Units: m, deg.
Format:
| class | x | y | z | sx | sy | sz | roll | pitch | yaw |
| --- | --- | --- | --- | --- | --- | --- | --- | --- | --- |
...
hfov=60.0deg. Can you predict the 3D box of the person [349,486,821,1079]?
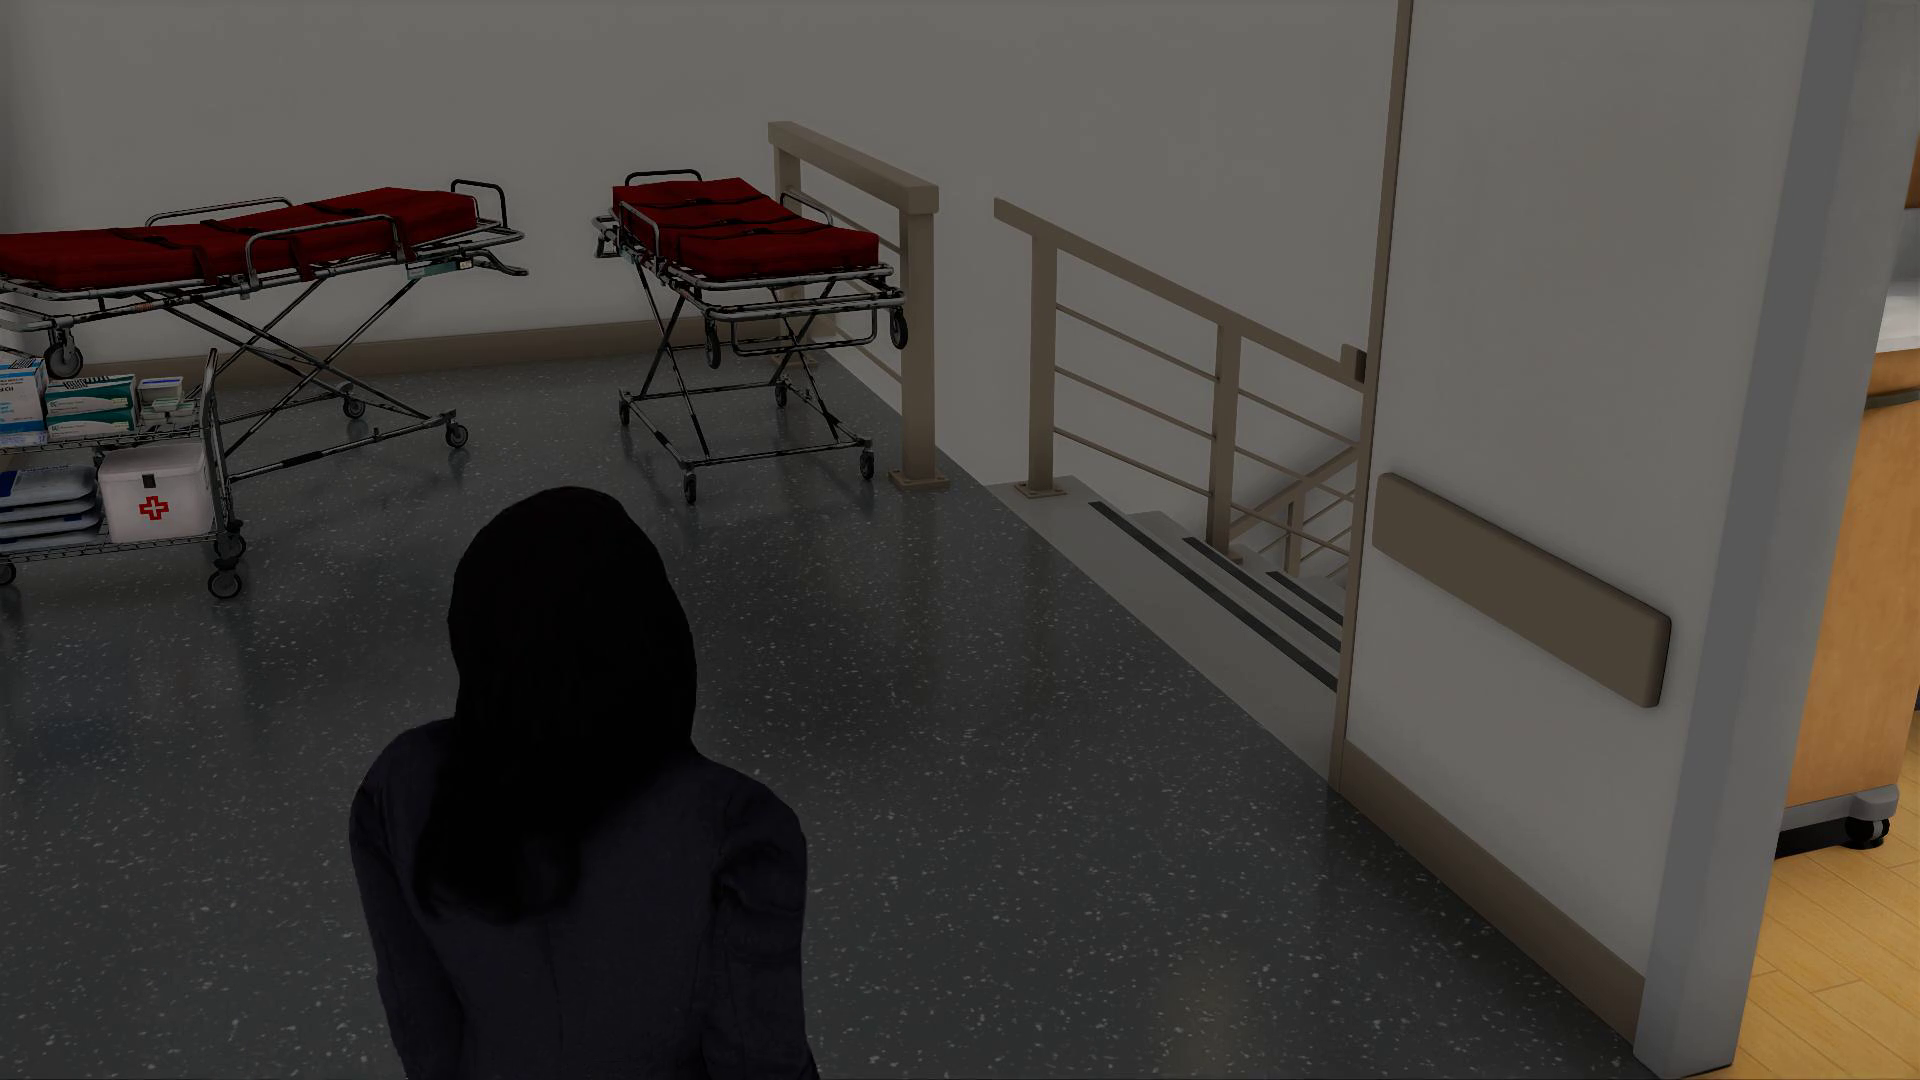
| class | x | y | z | sx | sy | sz | roll | pitch | yaw |
| --- | --- | --- | --- | --- | --- | --- | --- | --- | --- |
| person | -0.405 | 0.724 | 1.864 | 0.817 | 1.588 | 0.873 | 4 | 21 | 10 |
